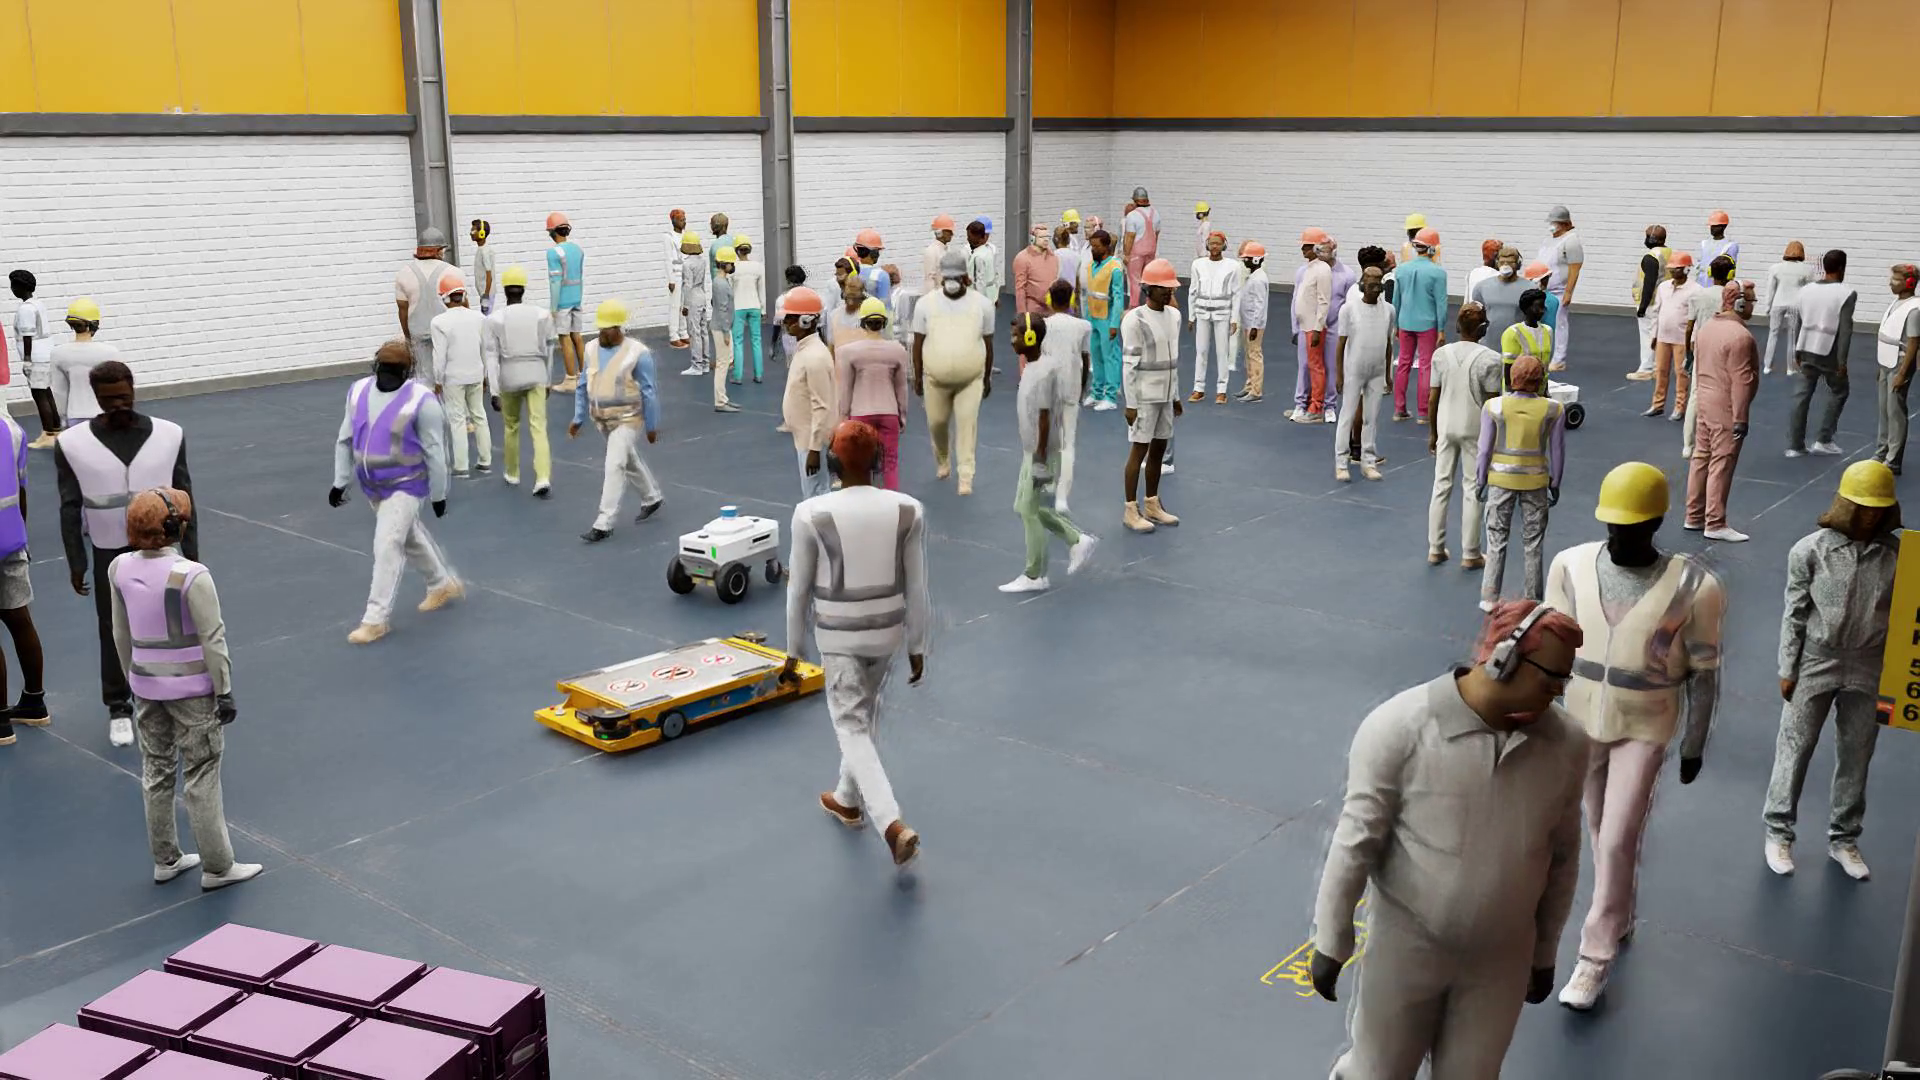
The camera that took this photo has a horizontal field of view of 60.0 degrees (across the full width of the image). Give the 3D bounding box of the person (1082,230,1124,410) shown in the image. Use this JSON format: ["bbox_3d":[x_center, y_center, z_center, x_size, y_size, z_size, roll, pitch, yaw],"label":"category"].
[{"bbox_3d":[1.538,-2.354,17.837,0.399,1.917,0.590,-7,16,-26],"label":"person"}]

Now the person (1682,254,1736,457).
[{"bbox_3d":[6.867,-1.666,15.177,0.516,1.872,0.327,11,18,38],"label":"person"}]

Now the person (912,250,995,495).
[{"bbox_3d":[-0.052,-1.439,13.926,0.692,2.000,0.791,1,14,3],"label":"person"}]

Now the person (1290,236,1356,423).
[{"bbox_3d":[3.701,-2.152,17.058,0.636,1.903,0.404,5,15,19],"label":"person"}]

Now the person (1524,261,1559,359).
[{"bbox_3d":[5.473,-1.781,15.890,0.337,1.742,0.572,11,18,38],"label":"person"}]

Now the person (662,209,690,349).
[{"bbox_3d":[-3.837,-3.576,22.785,0.355,1.883,0.575,5,15,20],"label":"person"}]

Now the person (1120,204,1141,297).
[{"bbox_3d":[3.011,-5.141,29.573,0.312,1.629,0.563,-8,16,-30],"label":"person"}]

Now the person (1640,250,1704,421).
[{"bbox_3d":[7.373,-2.107,17.174,0.342,1.751,0.564,-8,16,-30],"label":"person"}]

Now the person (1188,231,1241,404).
[{"bbox_3d":[2.772,-2.436,18.226,0.579,1.884,0.352,6,15,23],"label":"person"}]

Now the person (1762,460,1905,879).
[{"bbox_3d":[3.551,0.528,6.687,0.486,1.737,0.322,2,14,8],"label":"person"}]

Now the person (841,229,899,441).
[{"bbox_3d":[-0.865,-1.958,15.997,0.608,2.042,0.377,10,17,35],"label":"person"}]

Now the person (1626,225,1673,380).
[{"bbox_3d":[8.267,-2.839,19.922,0.429,1.842,0.633,12,19,40],"label":"person"}]

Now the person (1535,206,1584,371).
[{"bbox_3d":[7.351,-3.127,20.670,0.538,2.000,0.690,-3,14,-13],"label":"person"}]

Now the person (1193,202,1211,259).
[{"bbox_3d":[4.011,-4.703,27.545,0.339,1.761,0.524,1,14,4],"label":"person"}]

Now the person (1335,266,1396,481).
[{"bbox_3d":[3.462,-1.416,14.231,0.517,1.842,0.327,-3,14,-11],"label":"person"}]

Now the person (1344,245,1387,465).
[{"bbox_3d":[3.645,-1.663,14.970,0.367,1.966,0.607,-2,14,-6],"label":"person"}]

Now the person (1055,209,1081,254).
[{"bbox_3d":[1.560,-3.804,23.796,0.403,1.832,0.595,6,15,22],"label":"person"}]

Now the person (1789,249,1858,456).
[{"bbox_3d":[7.963,-1.713,15.297,0.679,1.896,0.616,-7,15,-24],"label":"person"}]

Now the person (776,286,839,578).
[{"bbox_3d":[-0.988,-0.657,10.889,0.392,1.995,0.612,-3,14,-11],"label":"person"}]

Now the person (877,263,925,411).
[{"bbox_3d":[-0.613,-2.082,17.348,0.686,1.611,0.525,-11,18,-39],"label":"person"}]

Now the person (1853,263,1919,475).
[{"bbox_3d":[8.170,-1.484,14.495,0.389,1.847,0.567,3,14,11],"label":"person"}]

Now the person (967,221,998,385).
[{"bbox_3d":[0.244,-2.772,19.509,0.392,1.915,0.587,1,14,6],"label":"person"}]

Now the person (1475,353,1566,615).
[{"bbox_3d":[3.459,-0.331,10.310,0.521,1.639,0.311,4,15,14],"label":"person"}]

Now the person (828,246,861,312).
[{"bbox_3d":[-1.129,-2.275,17.847,0.573,1.748,0.342,4,15,15],"label":"person"}]

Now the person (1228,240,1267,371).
[{"bbox_3d":[3.525,-2.890,20.607,0.550,1.614,0.341,4,15,17],"label":"person"}]

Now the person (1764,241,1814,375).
[{"bbox_3d":[10.114,-2.829,20.321,0.501,1.626,0.278,9,17,33],"label":"person"}]

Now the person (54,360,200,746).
[{"bbox_3d":[-4.109,0.049,8.255,0.608,1.909,0.403,-9,17,-33],"label":"person"}]

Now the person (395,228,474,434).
[{"bbox_3d":[-5.132,-2.047,16.354,0.689,2.000,0.537,-1,14,-3],"label":"person"}]

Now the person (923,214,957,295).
[{"bbox_3d":[-0.225,-2.826,19.566,0.387,1.992,0.611,6,15,23],"label":"person"}]

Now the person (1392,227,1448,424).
[{"bbox_3d":[4.705,-2.186,17.001,0.381,1.994,0.620,-13,19,-41],"label":"person"}]

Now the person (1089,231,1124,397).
[{"bbox_3d":[1.671,-2.540,18.719,0.325,1.843,0.517,-3,14,-11],"label":"person"}]

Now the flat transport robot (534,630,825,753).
[{"bbox_3d":[-1.436,0.765,8.703,0.652,0.197,1.431,13,19,42],"label":"flat transport robot"}]

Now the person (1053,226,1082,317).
[{"bbox_3d":[1.213,-2.829,19.899,0.523,1.834,0.343,-8,16,-30],"label":"person"}]

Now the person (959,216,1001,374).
[{"bbox_3d":[0.248,-2.966,20.256,0.619,1.933,0.420,-13,19,-42],"label":"person"}]

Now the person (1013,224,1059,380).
[{"bbox_3d":[0.908,-2.637,18.983,0.642,1.909,0.408,-12,19,-40],"label":"person"}]

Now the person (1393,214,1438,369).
[{"bbox_3d":[5.711,-3.114,20.894,0.395,1.908,0.675,-8,16,-28],"label":"person"}]
